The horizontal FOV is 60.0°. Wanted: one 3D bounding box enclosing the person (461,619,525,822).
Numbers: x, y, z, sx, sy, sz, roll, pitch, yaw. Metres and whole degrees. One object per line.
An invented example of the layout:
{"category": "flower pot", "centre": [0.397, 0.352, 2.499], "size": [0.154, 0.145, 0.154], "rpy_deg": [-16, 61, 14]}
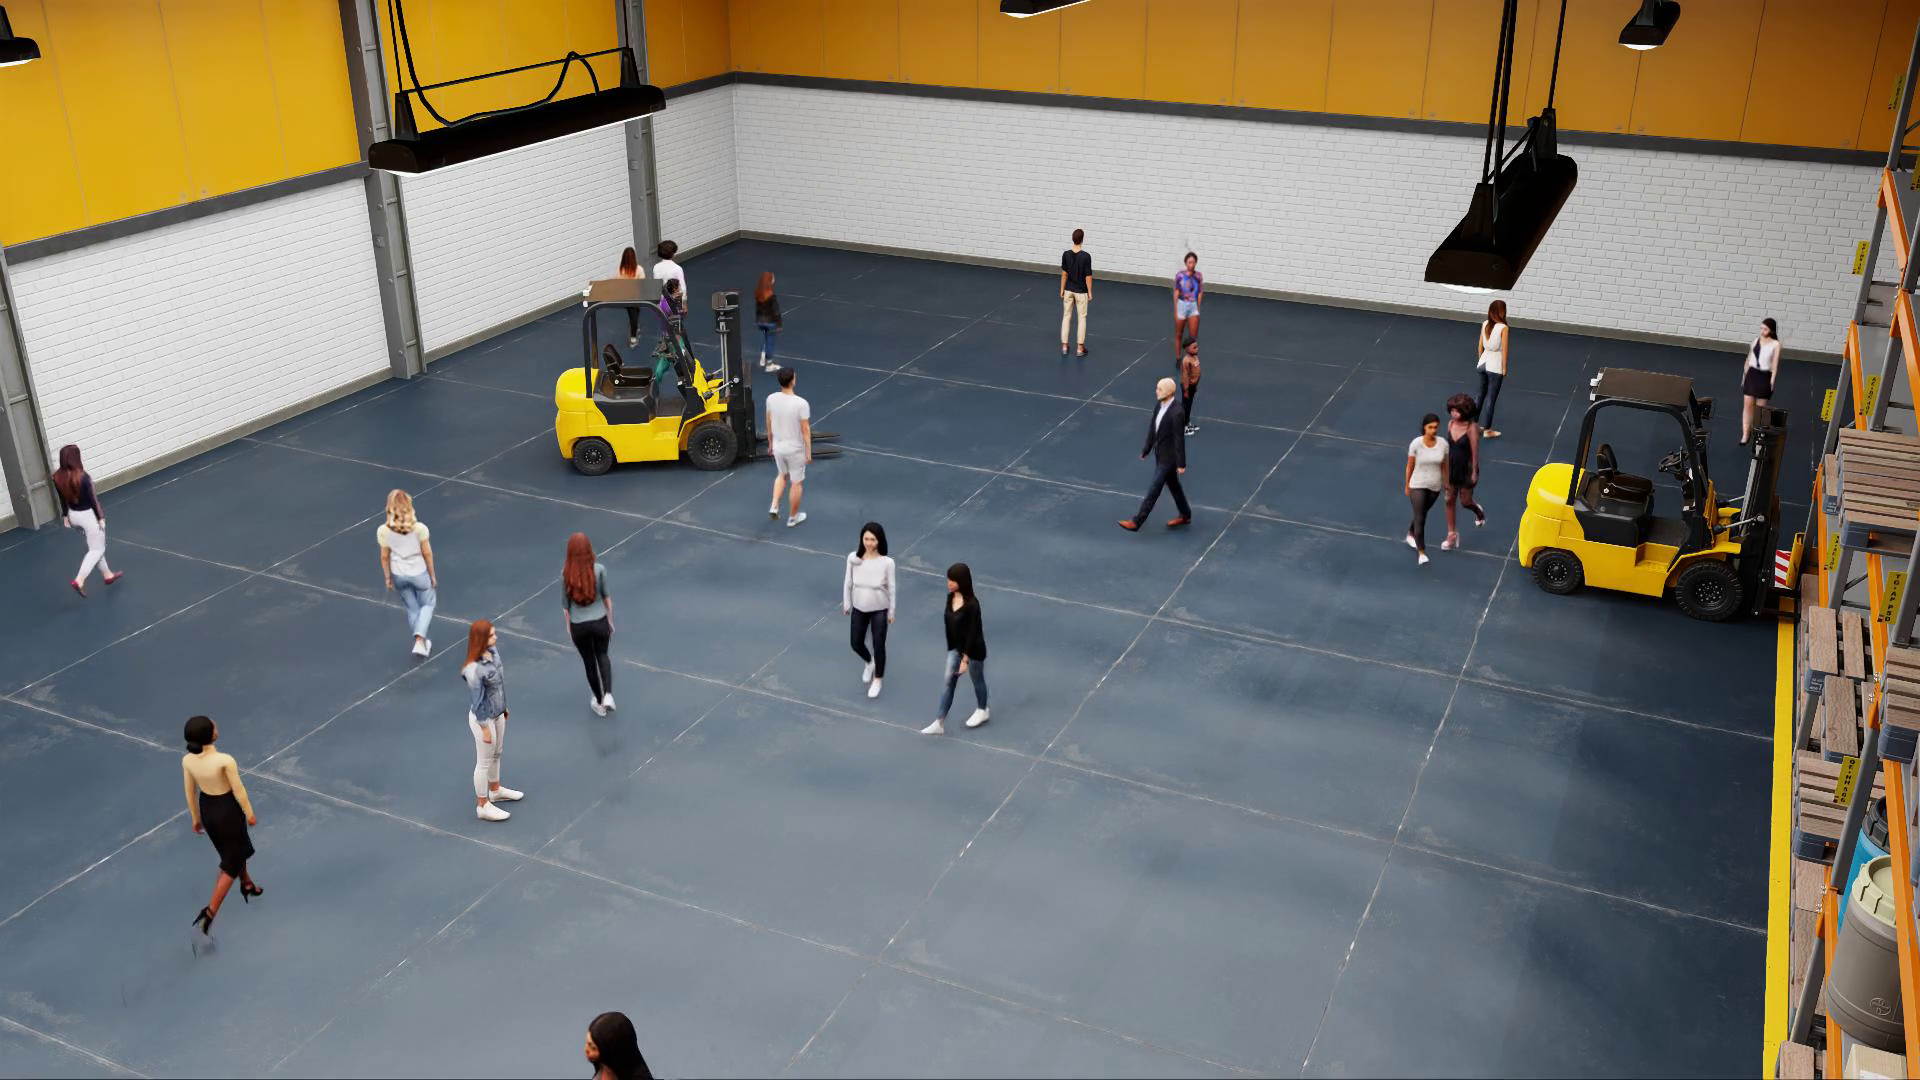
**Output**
{"category": "person", "centre": [-3.742, 1.397, 13.118], "size": [0.722, 1.697, 0.555], "rpy_deg": [3, 24, 7]}

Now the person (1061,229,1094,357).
{"category": "person", "centre": [1.712, -3.647, 24.464], "size": [0.630, 1.851, 0.539], "rpy_deg": [11, 26, 23]}

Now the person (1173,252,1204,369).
{"category": "person", "centre": [3.211, -3.265, 23.767], "size": [0.903, 1.710, 1.099], "rpy_deg": [-1, 24, -1]}

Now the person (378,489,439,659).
{"category": "person", "centre": [-5.102, 0.374, 15.434], "size": [0.856, 1.716, 0.944], "rpy_deg": [-3, 24, -6]}

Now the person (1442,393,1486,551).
{"category": "person", "centre": [5.453, -0.749, 17.939], "size": [1.007, 1.767, 0.837], "rpy_deg": [-21, 31, -39]}

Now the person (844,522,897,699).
{"category": "person", "centre": [-0.775, 0.586, 14.976], "size": [0.702, 1.694, 0.713], "rpy_deg": [5, 24, 10]}

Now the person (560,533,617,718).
{"category": "person", "centre": [-3.211, 0.796, 14.450], "size": [0.803, 1.731, 0.860], "rpy_deg": [-8, 25, -17]}

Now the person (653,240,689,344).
{"category": "person", "centre": [-4.179, -3.434, 24.031], "size": [0.663, 1.808, 0.582], "rpy_deg": [7, 25, 15]}

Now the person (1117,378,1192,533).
{"category": "person", "centre": [2.356, -0.918, 18.341], "size": [1.251, 1.755, 1.215], "rpy_deg": [-7, 25, -16]}

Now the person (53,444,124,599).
{"category": "person", "centre": [-8.896, -0.178, 16.857], "size": [0.713, 1.589, 1.020], "rpy_deg": [6, 24, 14]}

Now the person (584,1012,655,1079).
{"category": "person", "centre": [-1.647, 3.239, 8.779], "size": [1.223, 1.798, 0.996], "rpy_deg": [-17, 29, -33]}

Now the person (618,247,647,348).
{"category": "person", "centre": [-4.923, -3.614, 24.898], "size": [0.763, 1.443, 1.009], "rpy_deg": [3, 24, 8]}

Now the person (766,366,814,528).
{"category": "person", "centre": [-1.941, -1.003, 18.422], "size": [0.676, 1.846, 0.709], "rpy_deg": [11, 26, 23]}

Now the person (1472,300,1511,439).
{"category": "person", "centre": [6.764, -2.191, 21.216], "size": [0.696, 1.784, 0.678], "rpy_deg": [-14, 27, -29]}

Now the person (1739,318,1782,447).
{"category": "person", "centre": [10.111, -1.997, 20.954], "size": [0.870, 1.639, 0.748], "rpy_deg": [-19, 30, -37]}

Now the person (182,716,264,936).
{"category": "person", "centre": [-5.258, 2.032, 11.754], "size": [0.680, 1.626, 1.024], "rpy_deg": [6, 24, 14]}

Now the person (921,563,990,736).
{"category": "person", "centre": [0.104, 0.909, 14.344], "size": [1.058, 1.610, 0.768], "rpy_deg": [-21, 31, -40]}

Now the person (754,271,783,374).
{"category": "person", "centre": [-2.786, -3.096, 23.672], "size": [0.636, 1.476, 0.611], "rpy_deg": [18, 29, 35]}

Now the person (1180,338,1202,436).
{"category": "person", "centre": [2.950, -2.002, 21.445], "size": [0.587, 1.255, 0.429], "rpy_deg": [12, 26, 25]}

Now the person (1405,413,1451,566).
{"category": "person", "centre": [4.949, -0.584, 17.778], "size": [0.938, 1.595, 1.157], "rpy_deg": [-2, 24, -5]}
